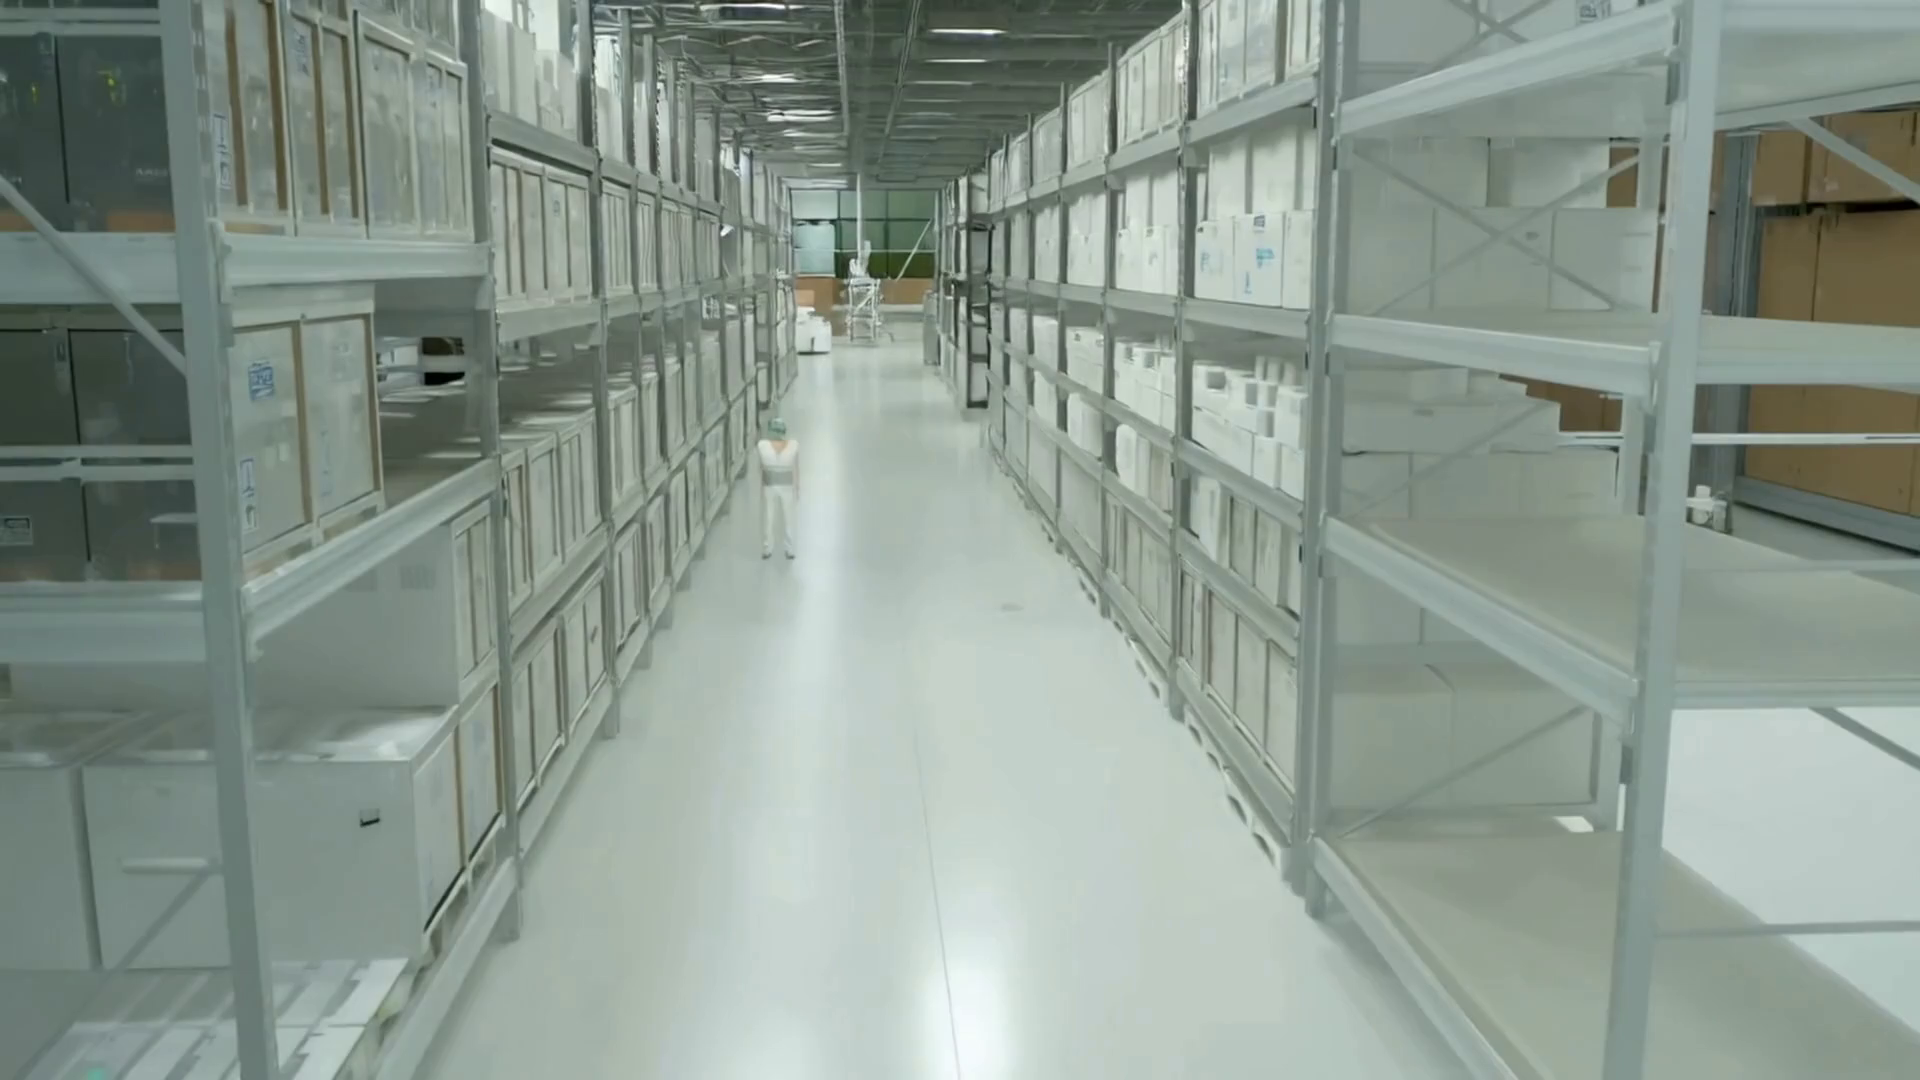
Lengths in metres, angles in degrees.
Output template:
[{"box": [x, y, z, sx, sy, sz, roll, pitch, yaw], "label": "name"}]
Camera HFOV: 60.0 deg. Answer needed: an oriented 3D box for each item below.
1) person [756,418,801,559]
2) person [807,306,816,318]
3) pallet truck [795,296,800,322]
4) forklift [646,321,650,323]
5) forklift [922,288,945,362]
[{"box": [-2.350, -0.670, 21.552, 0.569, 1.843, 0.374, -1, 10, -6], "label": "person"}, {"box": [-6.462, -9.283, 72.777, 0.542, 1.928, 0.399, 9, 13, 42], "label": "person"}, {"box": [-8.622, -12.439, 91.403, 1.885, 1.965, 0.823, 2, 10, 13], "label": "pallet truck"}, {"box": [-9.683, -5.959, 50.061, 1.129, 2.768, 1.873, -1, 10, -4], "label": "forklift"}, {"box": [-0.878, -8.306, 64.084, 1.129, 2.768, 1.873, -1, 10, -3], "label": "forklift"}]
